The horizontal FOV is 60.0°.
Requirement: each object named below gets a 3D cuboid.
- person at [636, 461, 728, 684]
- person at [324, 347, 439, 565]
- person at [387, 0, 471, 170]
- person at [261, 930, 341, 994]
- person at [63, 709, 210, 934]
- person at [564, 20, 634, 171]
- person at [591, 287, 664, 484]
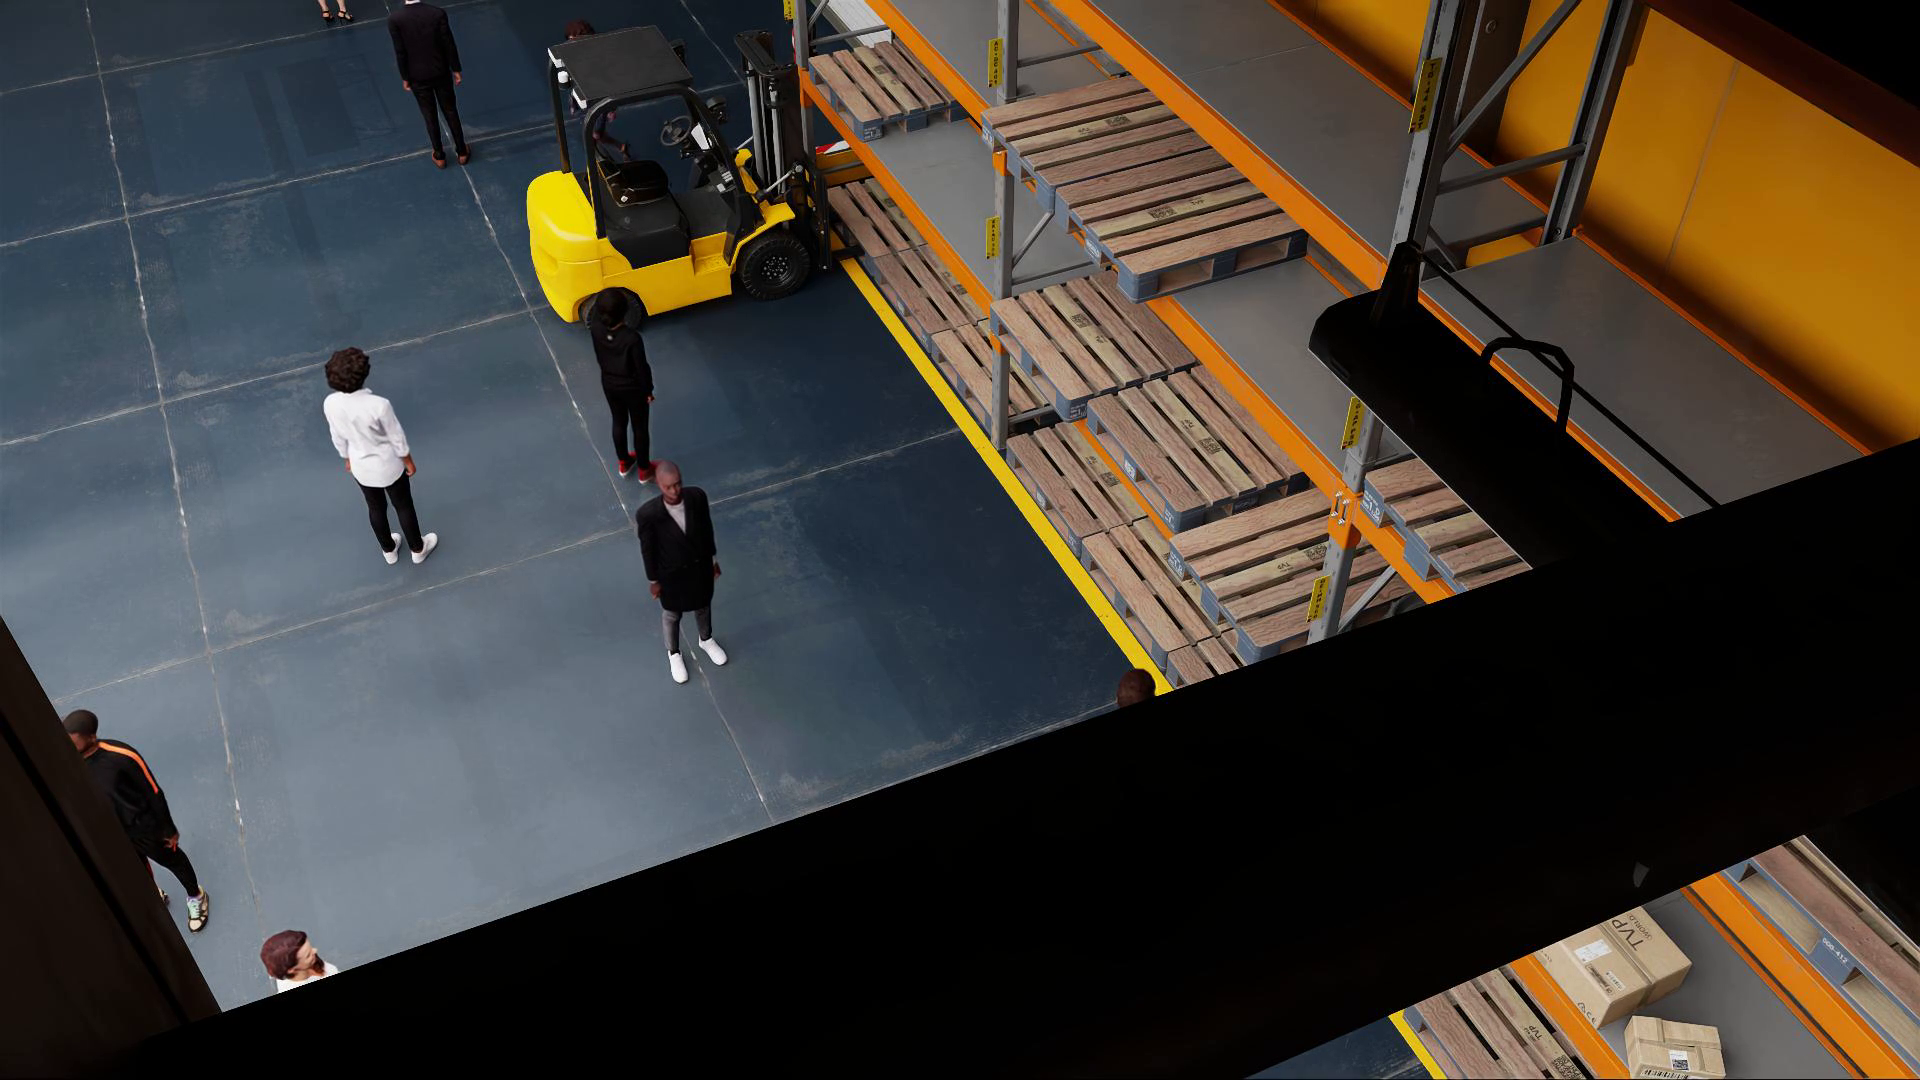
[{"bbox_3d":[-1.790,0.168,10.734,0.672,1.761,0.583,-23,48,-23],"label":"person"},{"bbox_3d":[-4.027,-0.559,11.462,0.720,1.809,0.714,2,44,2],"label":"person"},{"bbox_3d":[-4.914,-4.335,15.374,0.704,1.881,0.552,-15,46,-15],"label":"person"},{"bbox_3d":[-3.125,2.496,8.266,0.697,1.795,0.493,-24,49,-23],"label":"person"},{"bbox_3d":[-4.622,1.548,9.252,0.700,1.808,0.686,0,44,0],"label":"person"},{"bbox_3d":[-3.292,-3.947,15.115,1.066,1.676,1.045,23,48,22],"label":"person"},{"bbox_3d":[-2.454,-1.130,12.159,0.656,1.676,0.719,15,46,15],"label":"person"}]
